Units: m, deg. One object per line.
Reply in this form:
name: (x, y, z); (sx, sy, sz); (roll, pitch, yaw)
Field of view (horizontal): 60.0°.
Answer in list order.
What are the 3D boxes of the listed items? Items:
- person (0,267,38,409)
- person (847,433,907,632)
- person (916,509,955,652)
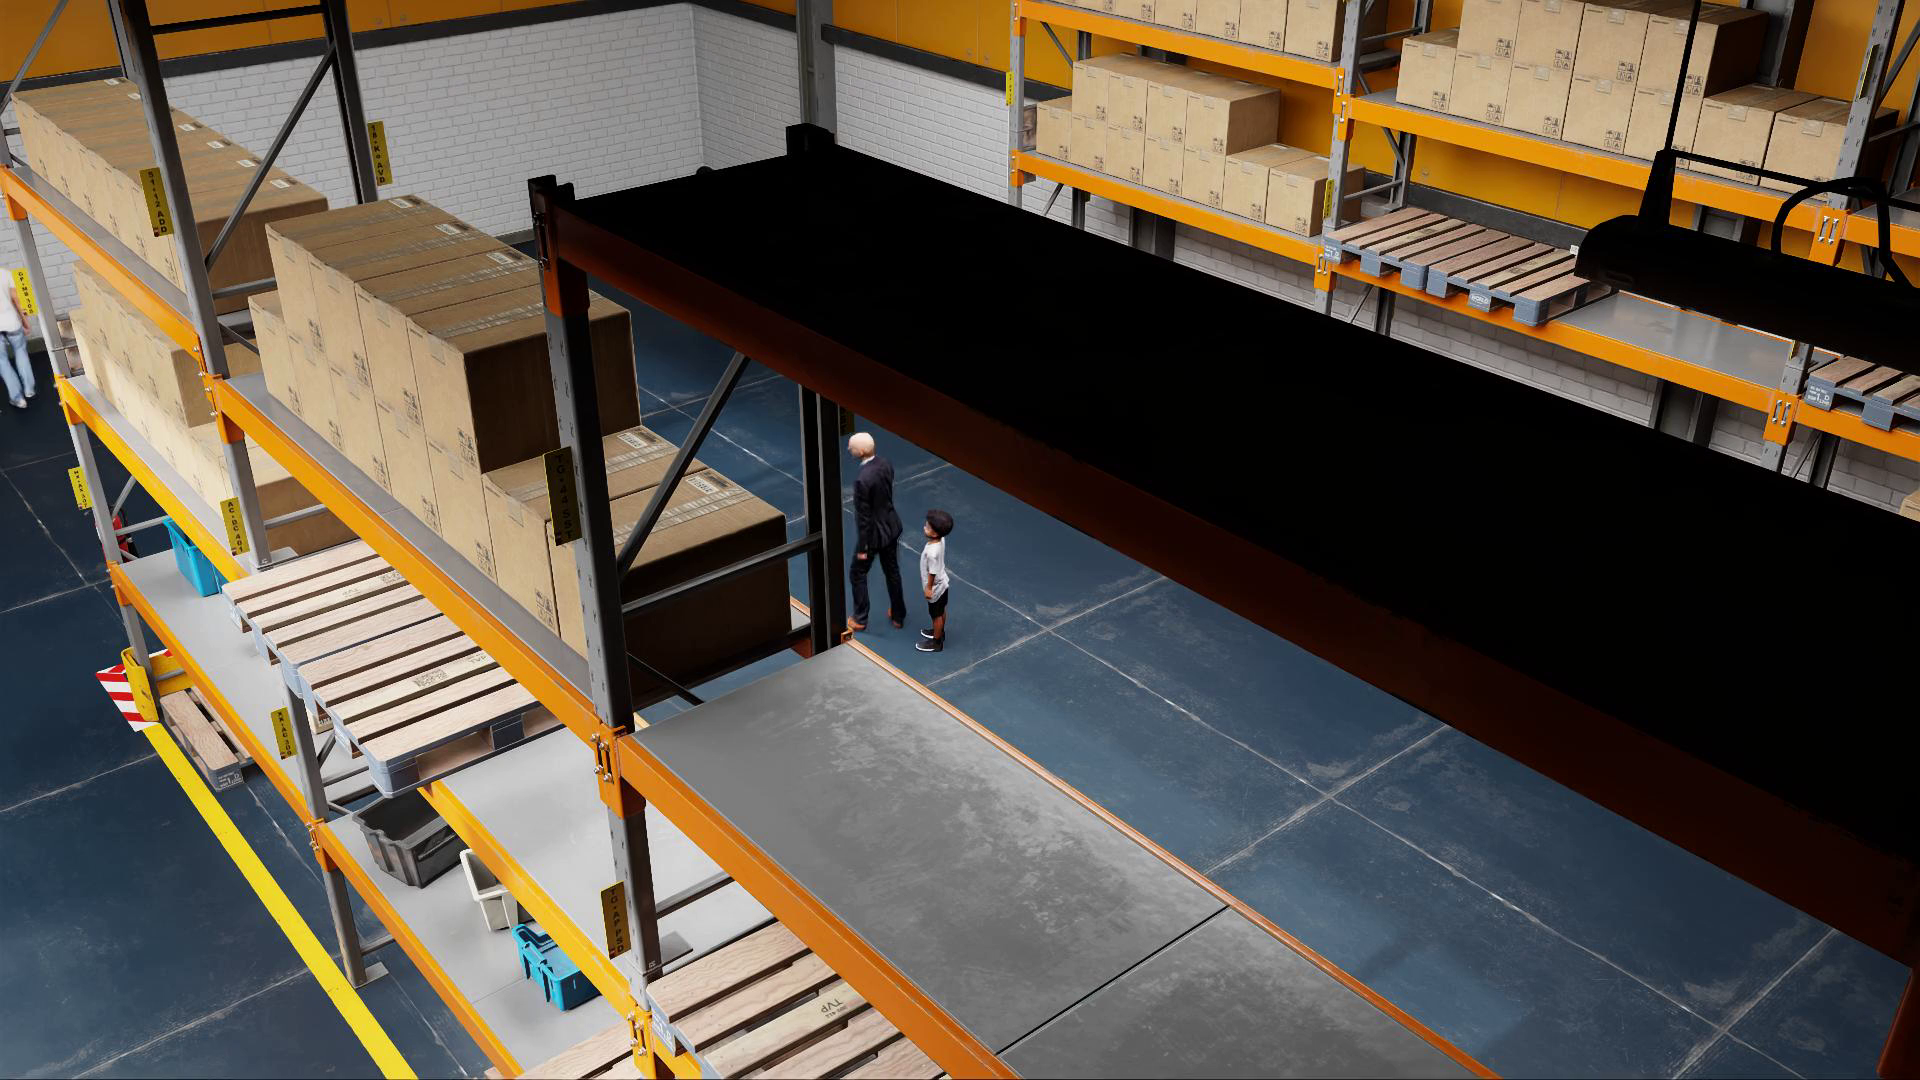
person: (-10.166, -2.269, 17.670); (0.680, 1.841, 0.629); (-25, 37, -38)
person: (-0.648, -0.047, 13.657); (0.885, 1.783, 0.833); (19, 34, 31)
person: (-0.196, 0.312, 13.540); (0.648, 1.265, 0.593); (5, 29, 10)
